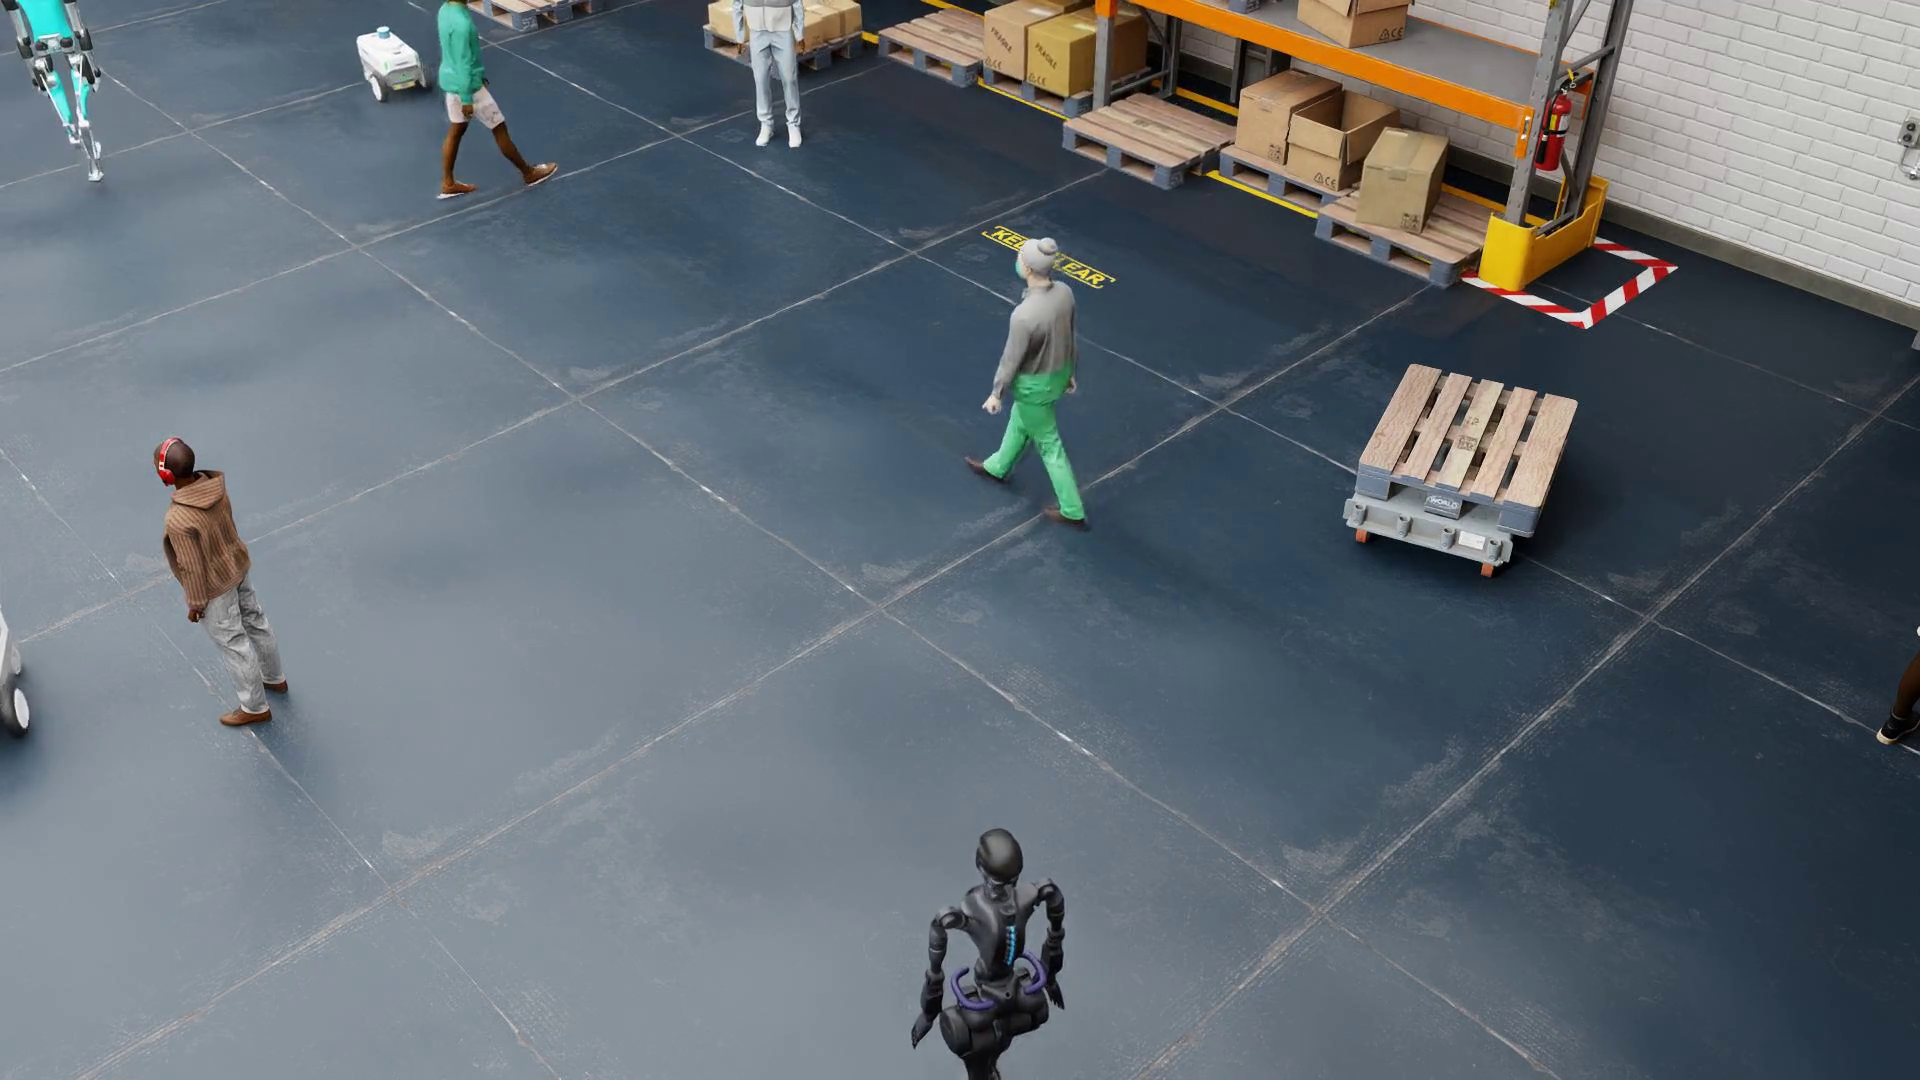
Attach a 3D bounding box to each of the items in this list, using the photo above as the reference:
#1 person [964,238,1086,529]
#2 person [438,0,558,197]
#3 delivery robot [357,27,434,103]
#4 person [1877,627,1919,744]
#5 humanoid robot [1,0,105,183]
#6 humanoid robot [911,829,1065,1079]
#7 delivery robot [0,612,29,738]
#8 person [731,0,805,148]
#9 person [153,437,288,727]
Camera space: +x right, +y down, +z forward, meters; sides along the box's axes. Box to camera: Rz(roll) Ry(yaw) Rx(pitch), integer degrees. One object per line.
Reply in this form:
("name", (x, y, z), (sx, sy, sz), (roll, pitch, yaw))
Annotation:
("person", (0.400, -0.931, 9.505), (0.942, 1.791, 0.540), (23, 43, 27))
("person", (-3.768, -3.570, 12.990), (0.968, 1.798, 0.548), (-19, 41, -23))
("delivery robot", (-5.144, -4.321, 15.012), (0.499, 0.589, 0.791), (-24, 43, -28))
("person", (4.820, 0.267, 7.774), (0.368, 1.965, 0.602), (-20, 42, -25))
("humanoid robot", (-7.090, -3.607, 13.123), (0.542, 1.749, 1.043), (-11, 38, -14))
("humanoid robot", (0.119, 1.708, 6.157), (0.611, 1.633, 0.802), (-15, 40, -19))
("delivery robot", (-5.022, 0.672, 8.394), (0.499, 0.579, 0.767), (-12, 39, -15))
("person", (-1.571, -4.198, 13.737), (0.596, 1.908, 0.411), (1, 37, 1))
("person", (-3.607, 0.204, 8.113), (0.336, 1.651, 0.458), (3, 37, 4))
